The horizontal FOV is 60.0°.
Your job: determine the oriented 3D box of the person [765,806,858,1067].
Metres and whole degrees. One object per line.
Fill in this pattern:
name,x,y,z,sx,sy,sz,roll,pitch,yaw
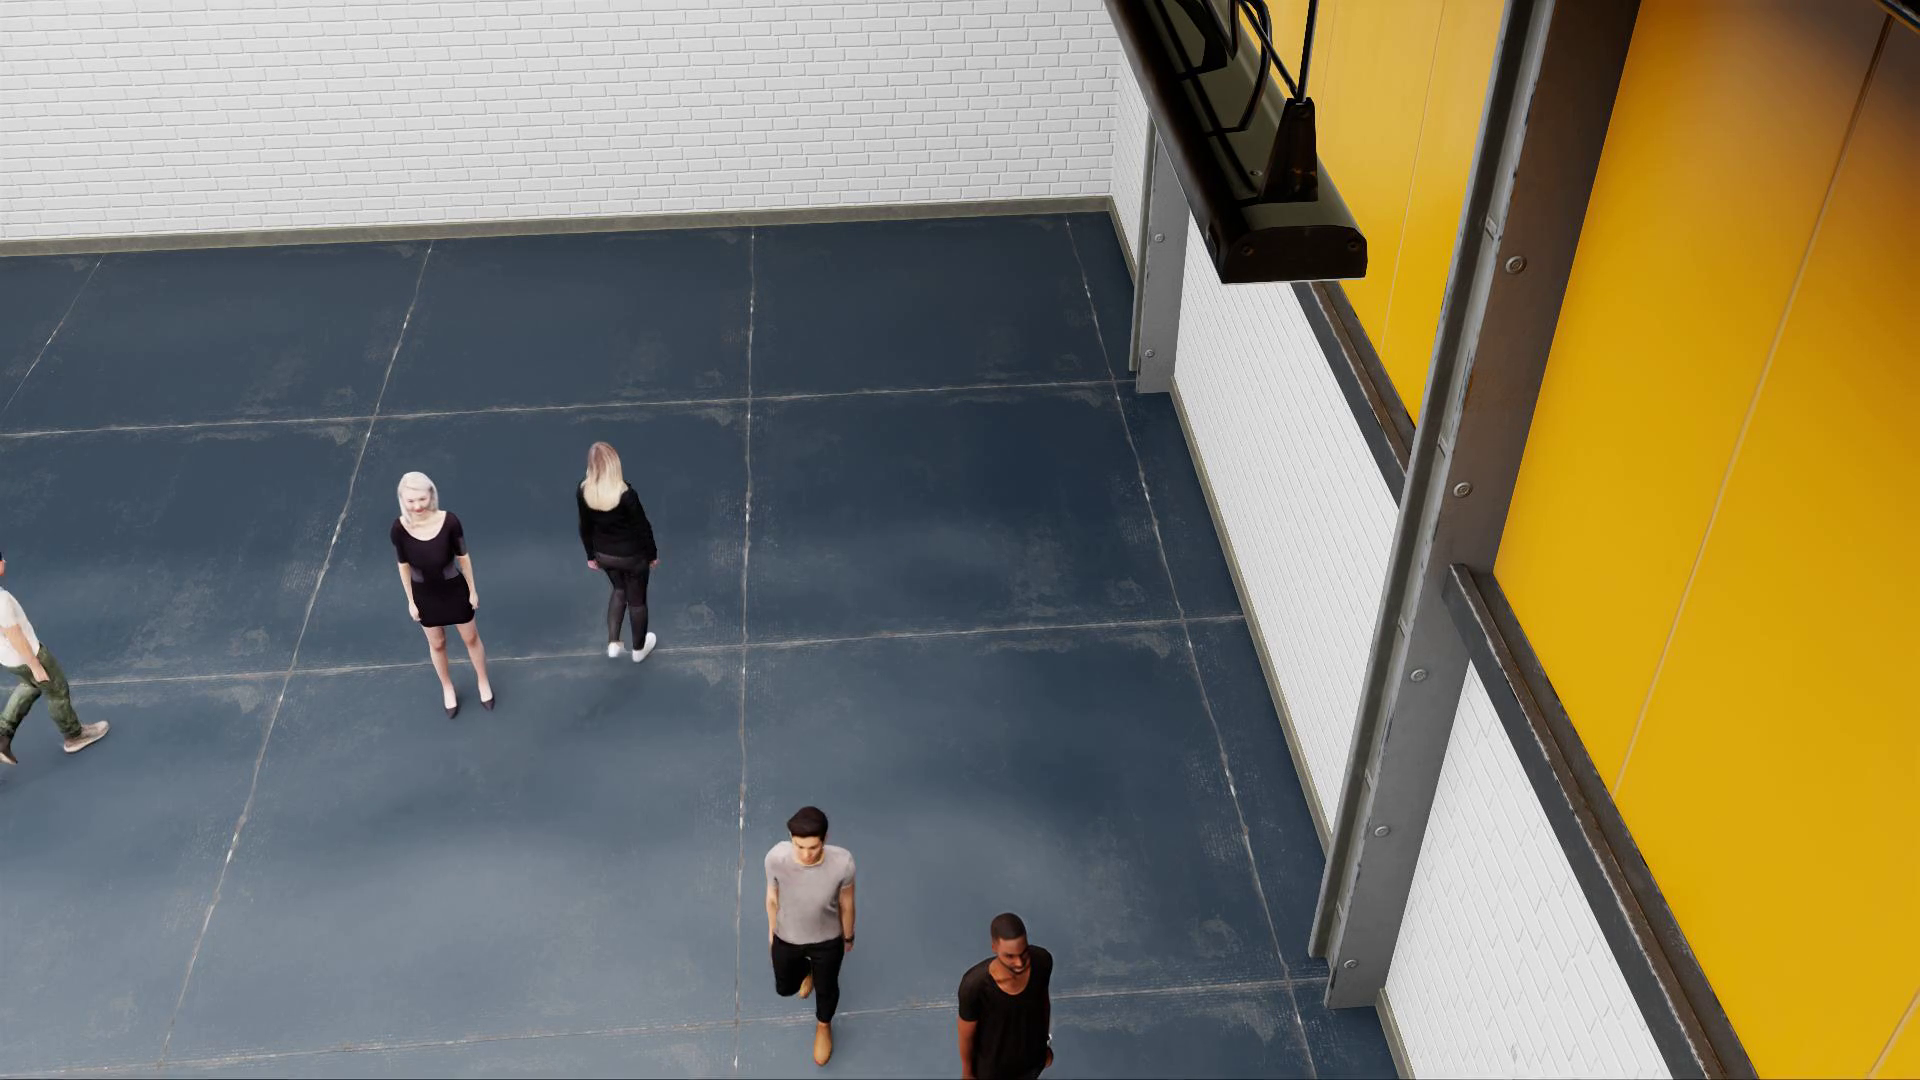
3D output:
person,-0.742,1.898,8.370,0.696,1.707,0.839,4,39,5

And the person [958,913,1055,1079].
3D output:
person,0.212,2.352,7.724,0.706,1.806,0.674,-19,42,-22

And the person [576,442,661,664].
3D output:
person,-2.200,0.164,10.573,0.761,1.668,0.822,14,41,17

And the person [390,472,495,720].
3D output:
person,-3.190,0.332,10.231,0.605,1.832,0.550,-12,40,-14

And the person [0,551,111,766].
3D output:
person,-5.664,0.720,9.901,0.936,1.638,0.997,28,46,30
